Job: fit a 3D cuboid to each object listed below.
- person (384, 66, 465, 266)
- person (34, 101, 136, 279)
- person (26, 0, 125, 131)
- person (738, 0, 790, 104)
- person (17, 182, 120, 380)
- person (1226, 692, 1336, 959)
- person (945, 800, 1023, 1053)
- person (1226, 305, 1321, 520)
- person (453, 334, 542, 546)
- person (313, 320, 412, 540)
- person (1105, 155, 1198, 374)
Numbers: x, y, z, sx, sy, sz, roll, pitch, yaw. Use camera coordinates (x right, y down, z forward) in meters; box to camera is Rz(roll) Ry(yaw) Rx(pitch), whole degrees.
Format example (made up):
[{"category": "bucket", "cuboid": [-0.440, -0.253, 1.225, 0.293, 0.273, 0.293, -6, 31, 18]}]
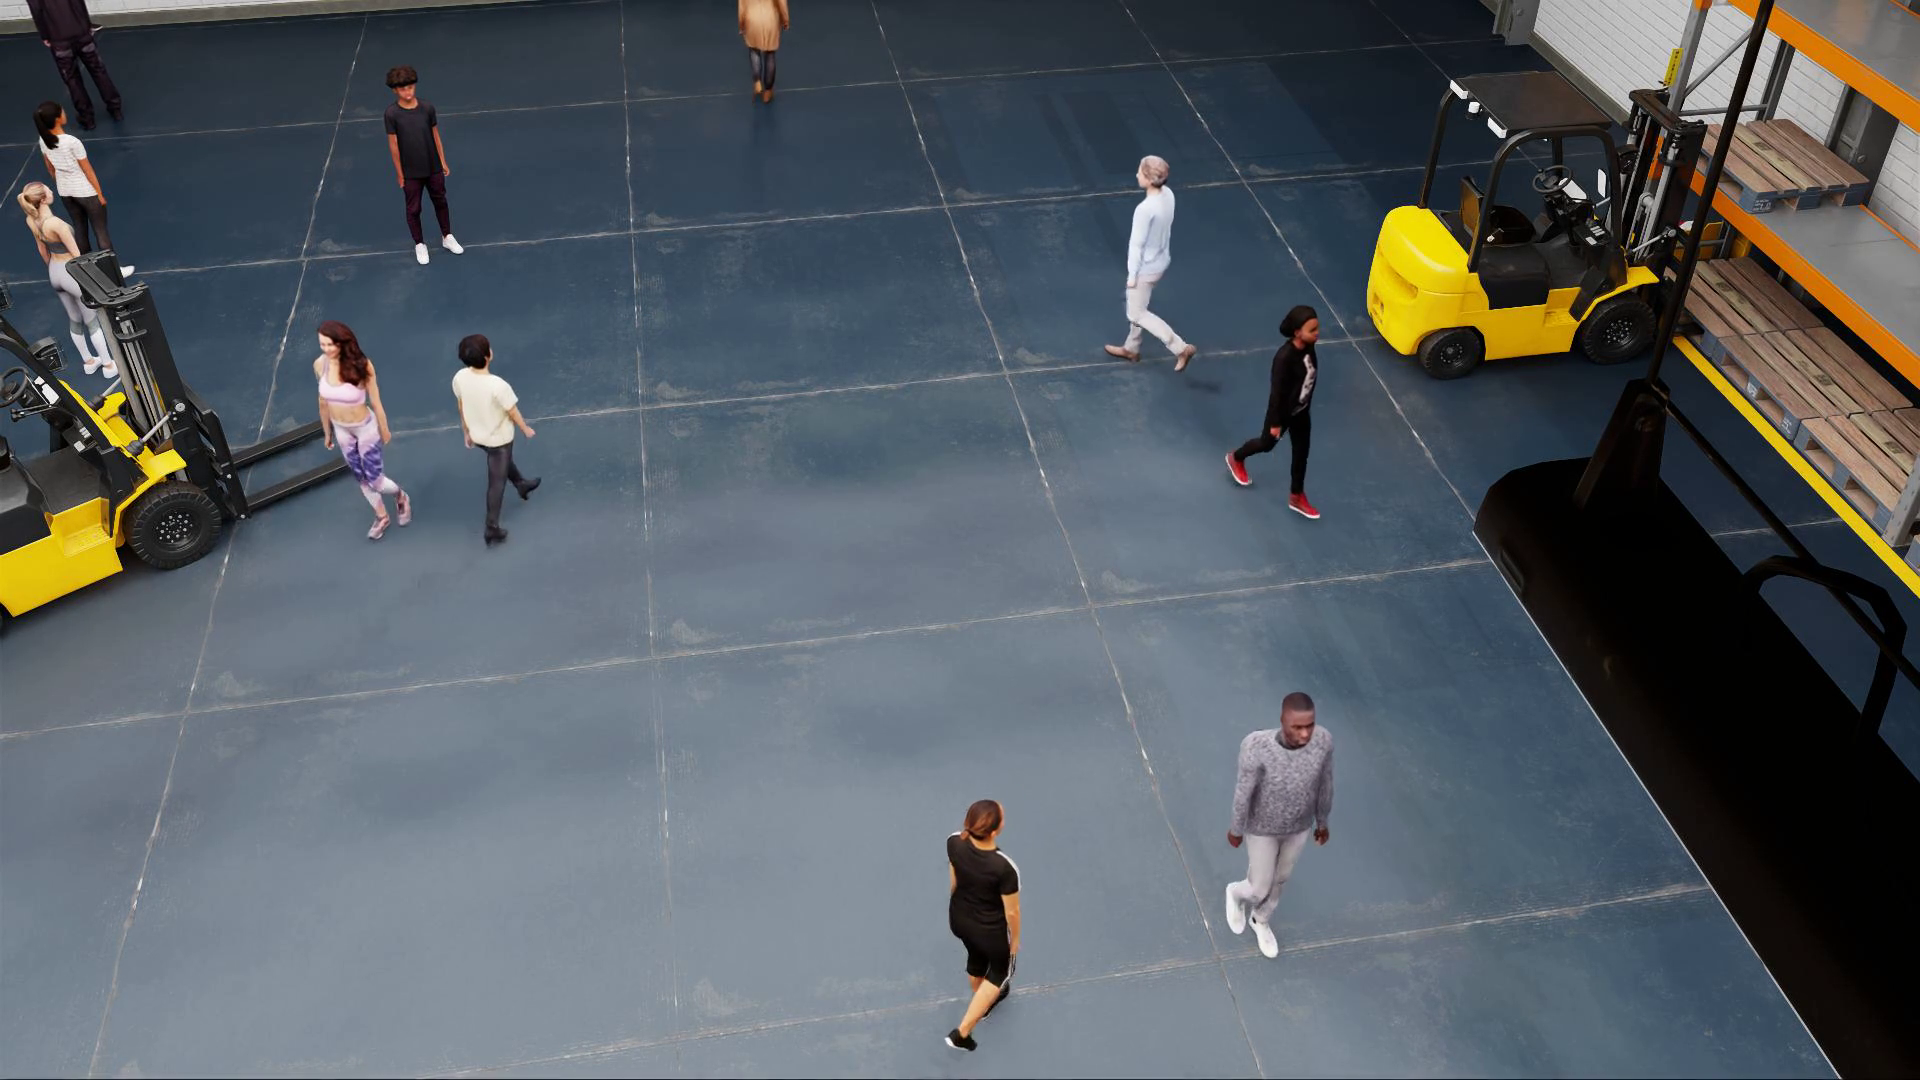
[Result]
[{"category": "person", "cuboid": [-4.817, -3.367, 14.814, 0.711, 1.784, 0.711, -23, 44, -26]}, {"category": "person", "cuboid": [-7.688, -3.032, 14.509, 0.640, 1.642, 0.637, 9, 39, 11]}, {"category": "person", "cuboid": [-9.080, -5.148, 16.945, 0.804, 1.909, 0.790, -26, 45, -28]}, {"category": "person", "cuboid": [-2.081, -5.415, 17.431, 0.718, 1.719, 0.693, -2, 39, -3]}, {"category": "person", "cuboid": [-7.098, -2.073, 13.260, 0.658, 1.703, 0.692, 14, 41, 17]}, {"category": "person", "cuboid": [1.649, 1.429, 8.777, 0.720, 1.826, 0.698, -10, 40, -13]}, {"category": "person", "cuboid": [0.063, 1.939, 8.276, 0.879, 1.653, 0.925, 26, 45, 29]}, {"category": "person", "cuboid": [2.272, -0.960, 11.914, 0.987, 1.643, 1.172, -29, 47, -31]}, {"category": "person", "cuboid": [-3.308, -0.668, 11.622, 0.946, 1.552, 1.070, 18, 42, 21]}, {"category": "person", "cuboid": [-4.178, -0.802, 11.623, 0.702, 1.759, 0.762, 6, 39, 8]}, {"category": "person", "cuboid": [1.575, -2.147, 13.220, 1.123, 1.867, 1.107, 21, 43, 24]}]
